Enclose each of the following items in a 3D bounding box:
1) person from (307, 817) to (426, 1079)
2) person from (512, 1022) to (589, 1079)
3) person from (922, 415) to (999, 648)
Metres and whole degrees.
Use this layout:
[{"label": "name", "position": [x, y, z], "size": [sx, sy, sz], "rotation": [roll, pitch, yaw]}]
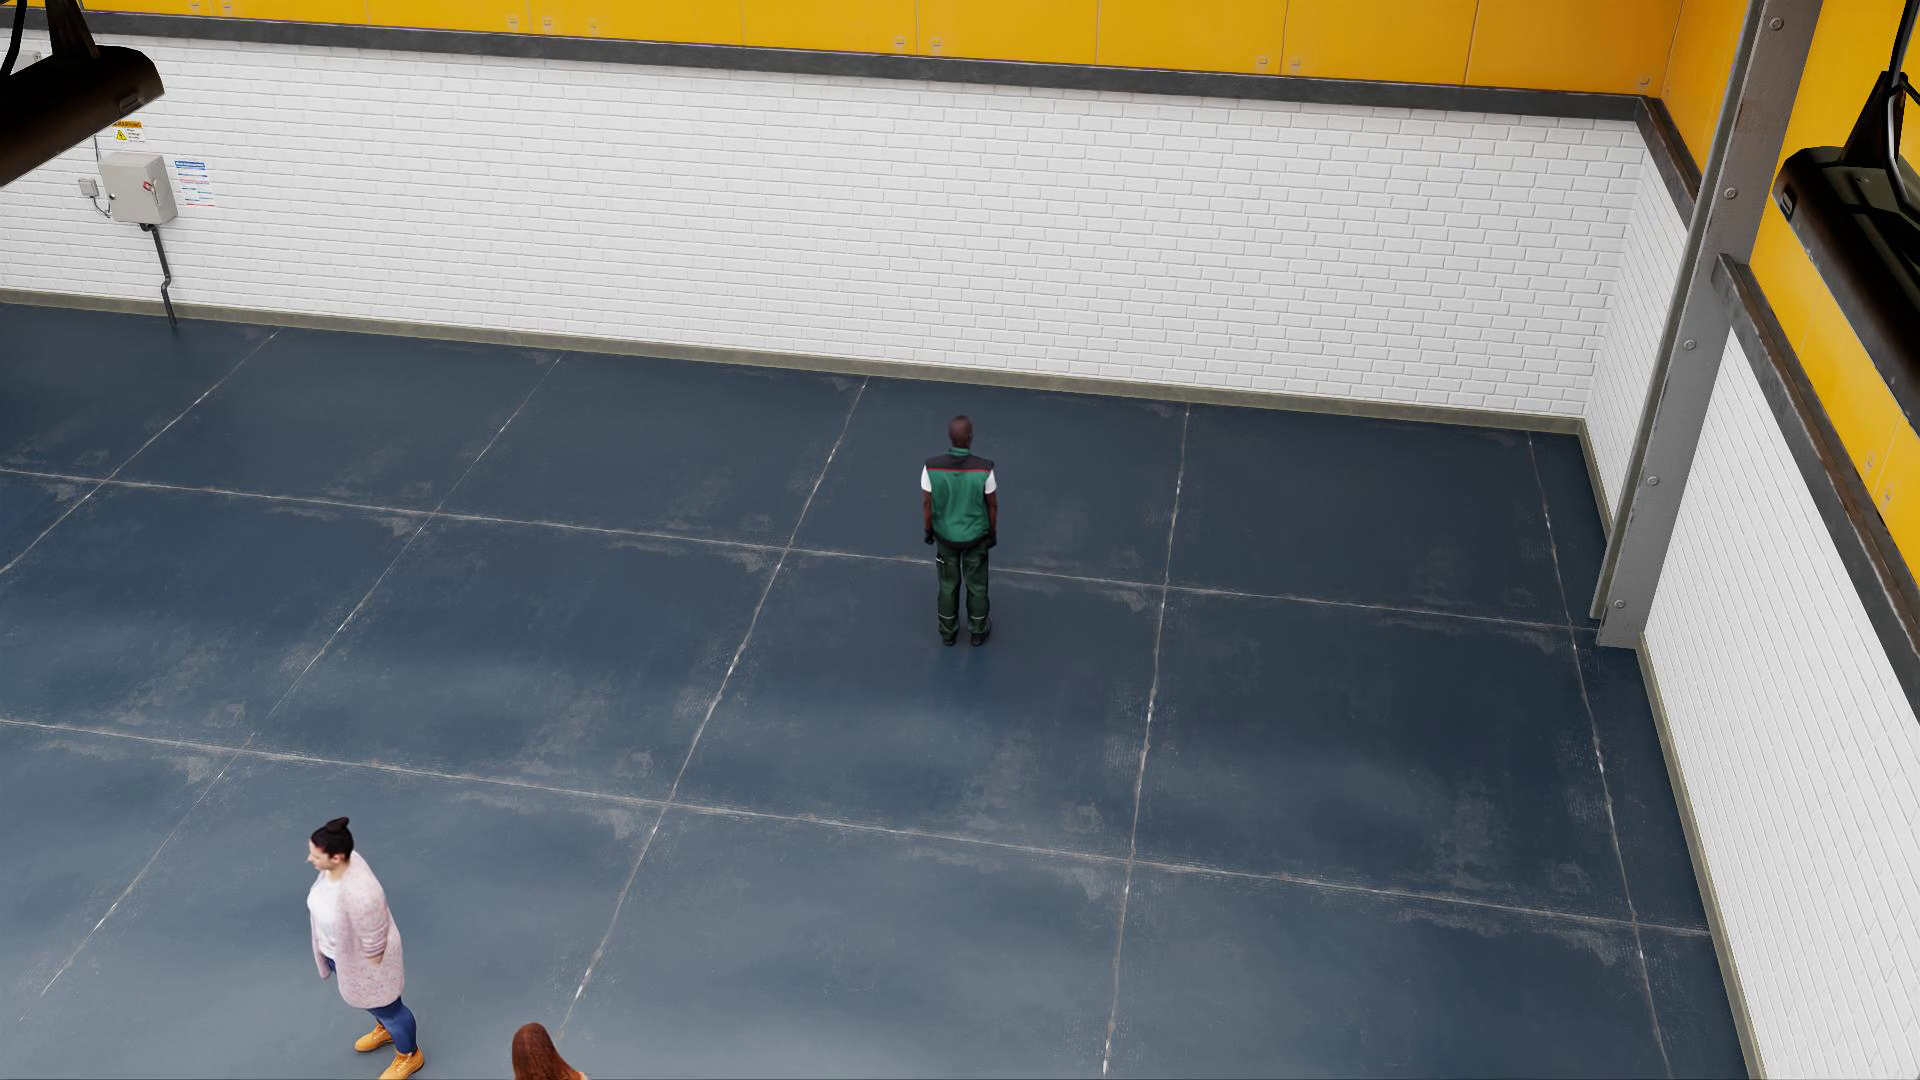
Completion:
[{"label": "person", "position": [-3.078, 2.097, 8.590], "size": [0.842, 1.744, 0.792], "rotation": [-23, 40, -31]}, {"label": "person", "position": [-1.797, 2.870, 7.454], "size": [0.748, 1.715, 0.839], "rotation": [-9, 35, -13]}, {"label": "person", "position": [0.012, -0.047, 11.729], "size": [0.693, 1.840, 0.613], "rotation": [3, 34, 5]}]
